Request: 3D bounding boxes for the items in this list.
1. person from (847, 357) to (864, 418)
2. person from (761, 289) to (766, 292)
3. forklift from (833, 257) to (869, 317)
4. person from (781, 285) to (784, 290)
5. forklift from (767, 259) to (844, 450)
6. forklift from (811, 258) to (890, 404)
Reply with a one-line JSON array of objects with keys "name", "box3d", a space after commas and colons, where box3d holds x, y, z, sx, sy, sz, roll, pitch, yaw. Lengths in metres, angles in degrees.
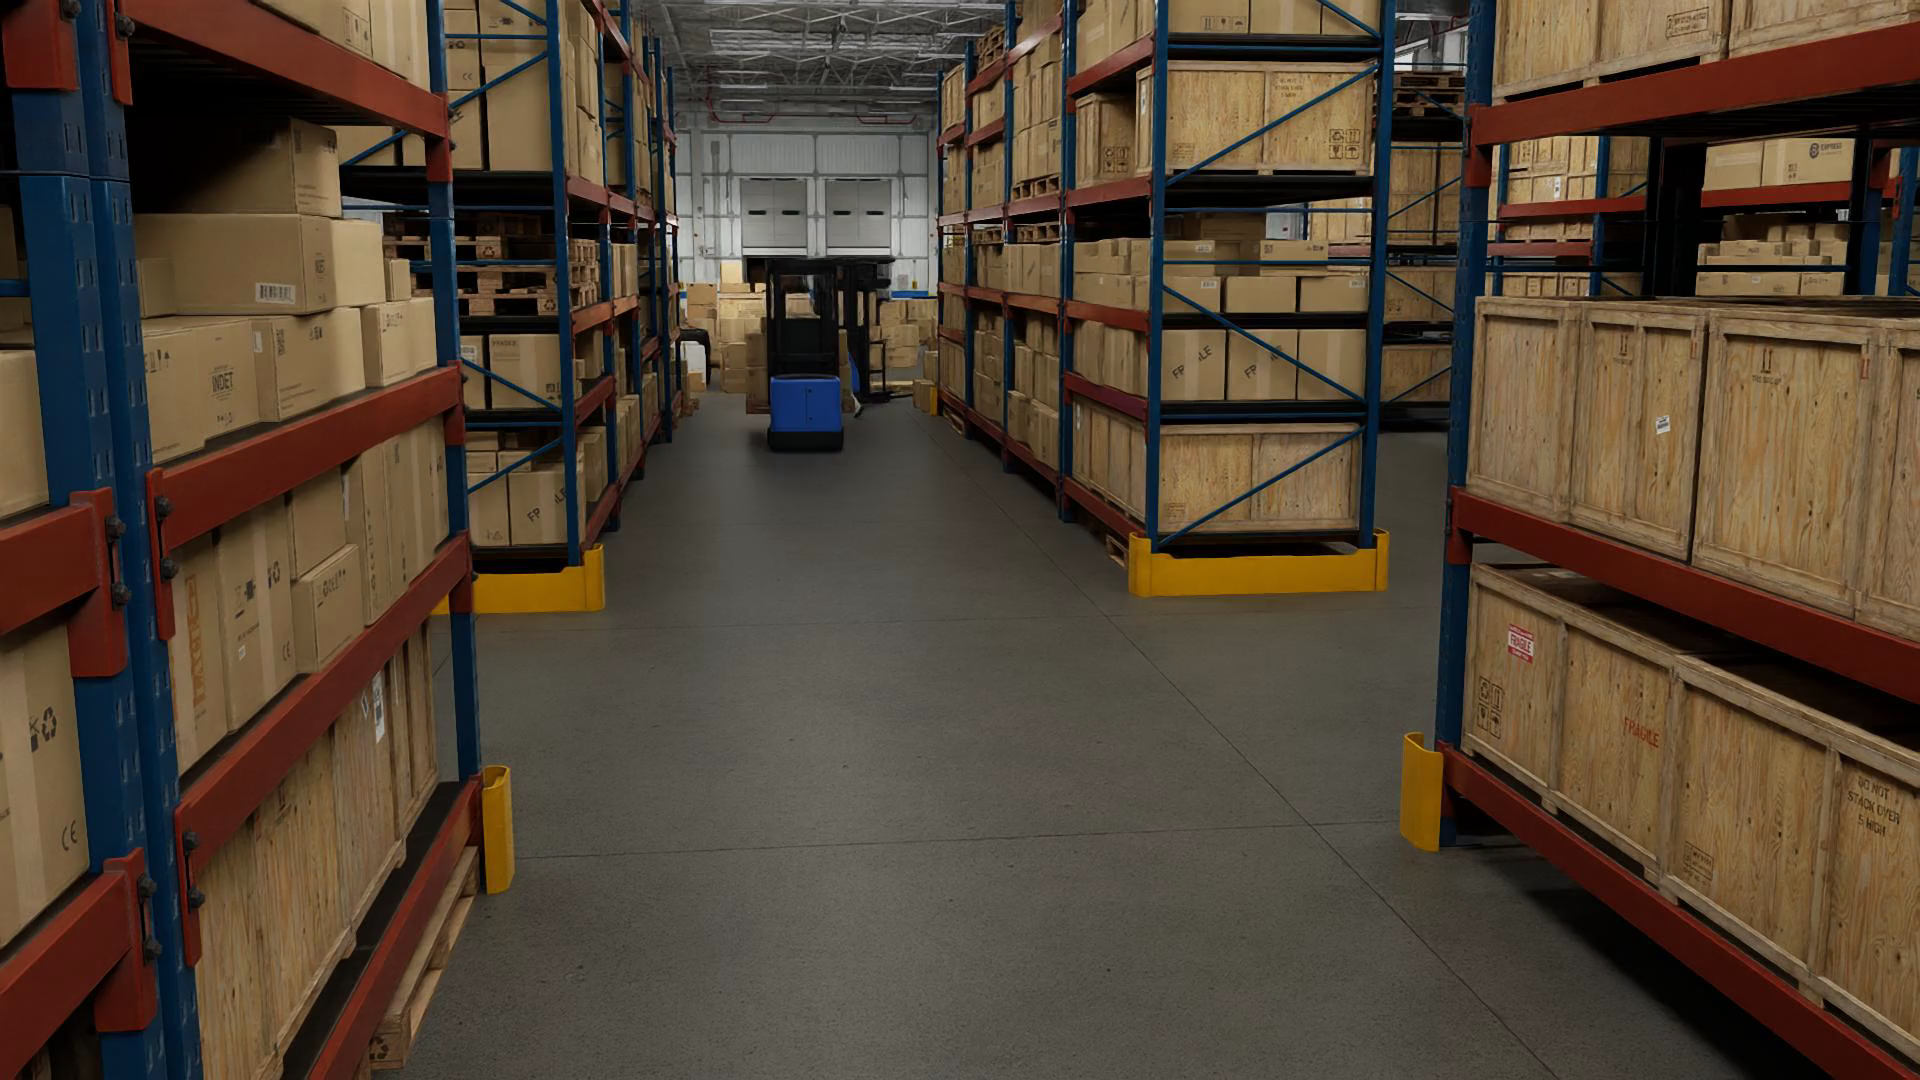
[{"name": "person", "box3d": [-2.040, -2.898, 29.192, 0.739, 1.600, 0.521, 7, 12, 37]}, {"name": "person", "box3d": [-5.369, -5.941, 45.894, 0.372, 1.940, 0.632, 0, 10, 1]}, {"name": "forklift", "box3d": [-2.970, -6.678, 47.442, 1.873, 2.768, 1.129, 6, 11, 30]}, {"name": "person", "box3d": [-5.924, -7.635, 55.908, 0.980, 1.899, 0.561, 4, 10, 21]}, {"name": "forklift", "box3d": [-2.347, -2.818, 24.971, 1.129, 2.768, 1.873, -1, 10, -7]}, {"name": "forklift", "box3d": [-2.374, -3.946, 31.538, 1.129, 2.768, 1.873, 8, 12, 37]}]
